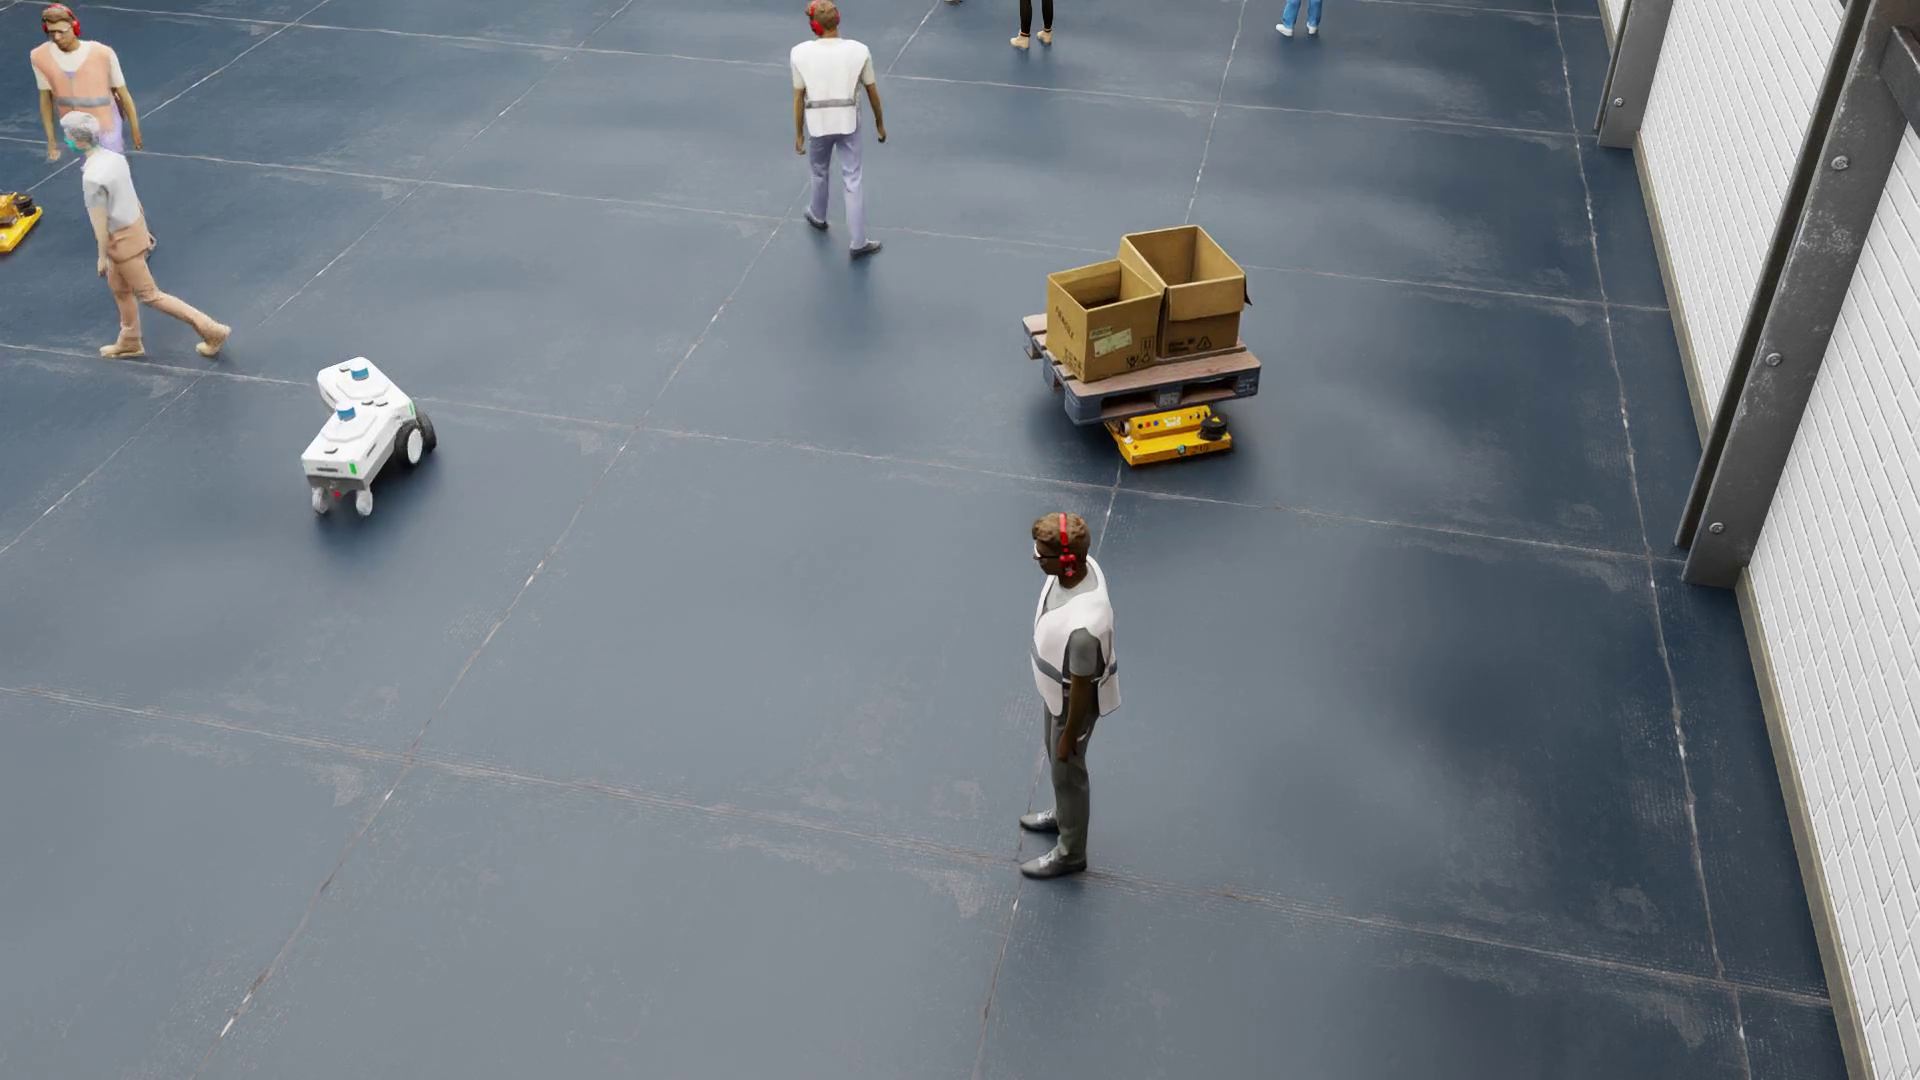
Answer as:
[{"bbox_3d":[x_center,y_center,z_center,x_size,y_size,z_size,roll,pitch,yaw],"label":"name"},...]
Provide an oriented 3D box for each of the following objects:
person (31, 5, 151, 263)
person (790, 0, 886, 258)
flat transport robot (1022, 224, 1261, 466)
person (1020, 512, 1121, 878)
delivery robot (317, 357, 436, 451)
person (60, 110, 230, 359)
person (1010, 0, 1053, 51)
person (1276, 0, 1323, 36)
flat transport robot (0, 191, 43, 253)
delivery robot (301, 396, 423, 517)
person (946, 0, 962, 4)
[{"bbox_3d":[-6.123,-2.824,11.695,0.582,1.825,0.644,0,37,0],"label":"person"},{"bbox_3d":[-0.865,-2.984,11.934,0.656,1.797,0.798,-3,37,-4],"label":"person"},{"bbox_3d":[1.129,-0.968,10.514,0.659,0.231,1.431,-10,38,-14],"label":"flat transport robot"},{"bbox_3d":[0.462,0.655,7.040,0.412,1.830,0.574,-3,37,-3],"label":"person"},{"bbox_3d":[-3.561,-0.791,10.032,0.499,0.586,0.773,-27,44,-31],"label":"delivery robot"},{"bbox_3d":[-5.255,-1.907,10.567,0.833,1.717,0.465,-5,37,-7],"label":"person"},{"bbox_3d":[0.666,-5.332,15.159,0.532,1.697,0.322,-18,40,-22],"label":"person"},{"bbox_3d":[3.234,-5.548,15.422,0.486,1.730,0.363,-6,37,-8],"label":"person"},{"bbox_3d":[-7.674,-2.325,12.330,1.431,0.231,0.659,-3,37,-3],"label":"flat transport robot"},{"bbox_3d":[-3.519,-0.542,9.722,0.499,0.614,0.802,4,37,5],"label":"delivery robot"},{"bbox_3d":[0.064,-6.268,16.308,0.604,1.825,1.010,16,40,20],"label":"person"}]
